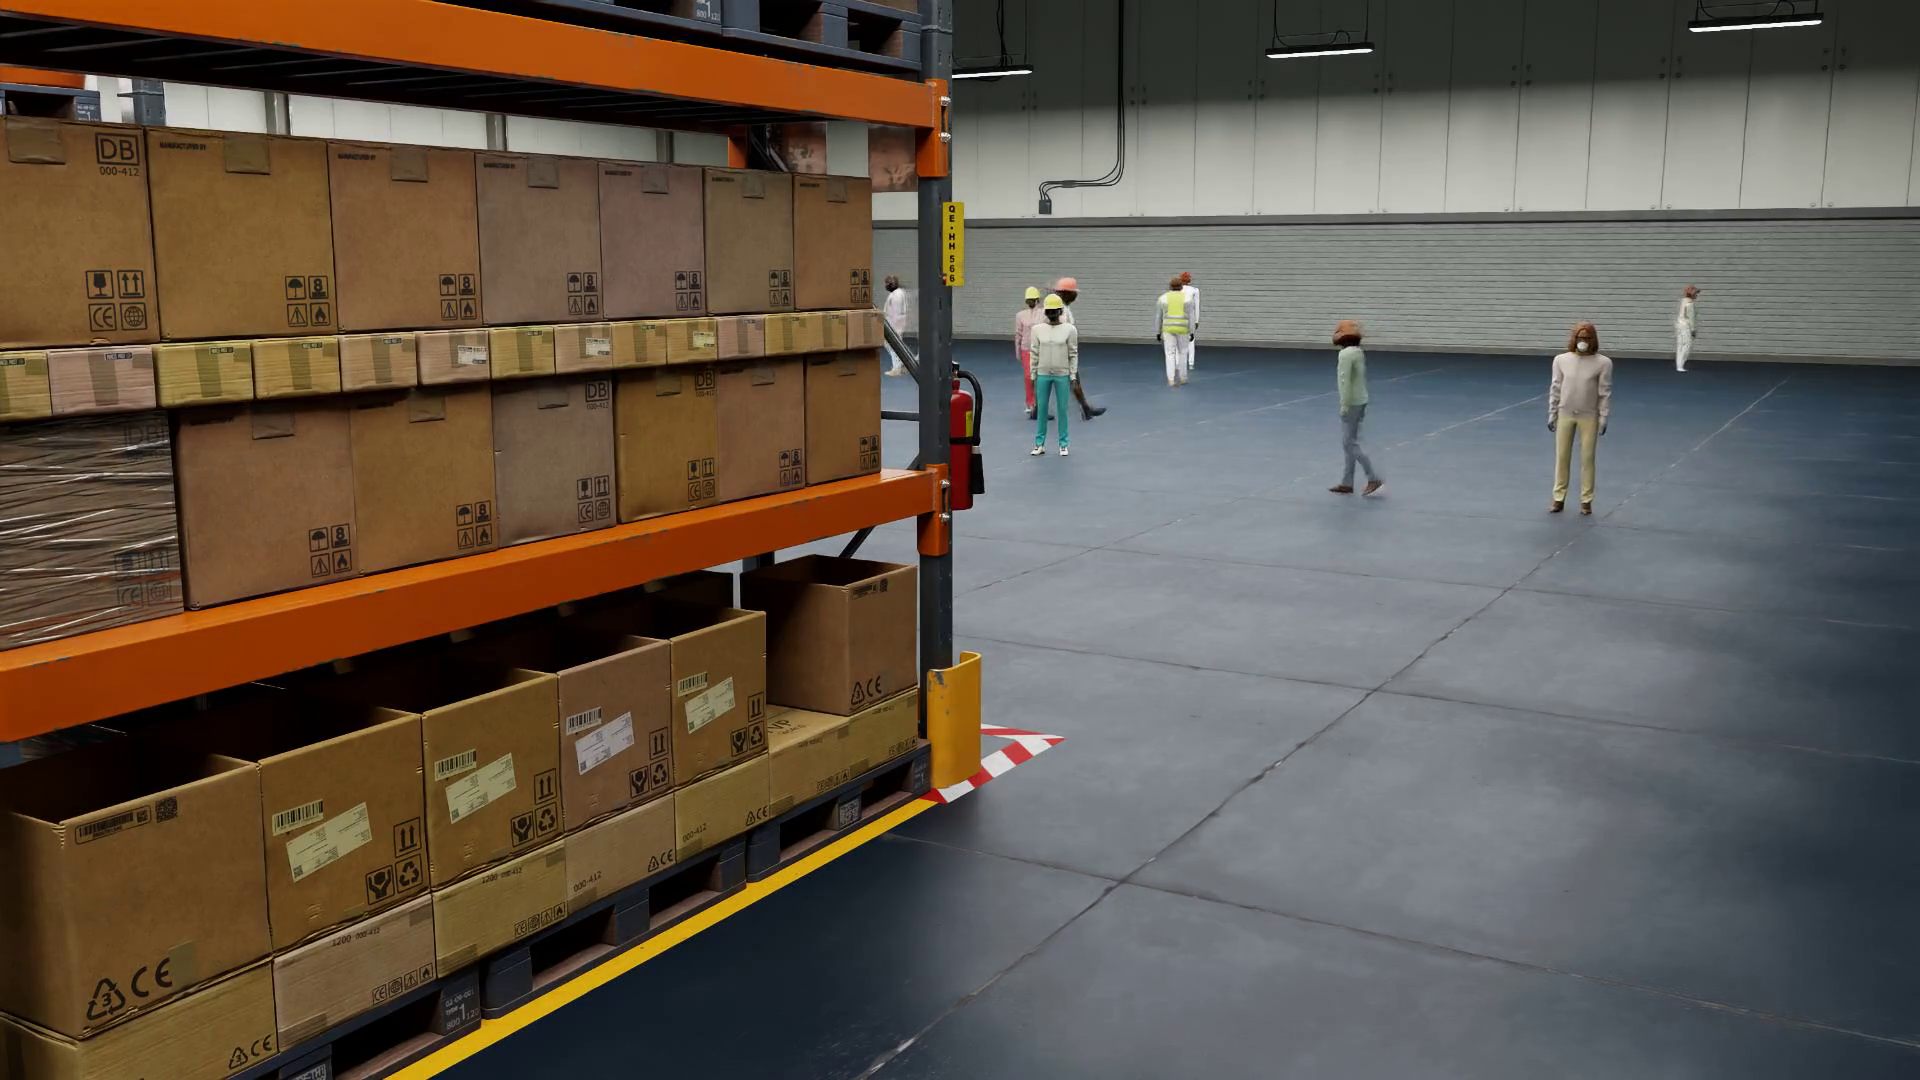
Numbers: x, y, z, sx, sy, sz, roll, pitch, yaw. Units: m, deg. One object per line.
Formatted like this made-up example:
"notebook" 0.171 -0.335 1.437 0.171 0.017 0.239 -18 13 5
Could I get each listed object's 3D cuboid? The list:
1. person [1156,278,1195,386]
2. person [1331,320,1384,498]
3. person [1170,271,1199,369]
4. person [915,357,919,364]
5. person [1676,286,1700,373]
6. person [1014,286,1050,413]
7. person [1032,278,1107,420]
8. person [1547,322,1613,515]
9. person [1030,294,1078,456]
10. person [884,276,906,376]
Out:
"person" 3.644 -3.515 28.092 0.653 1.807 0.788 2 10 11
"person" 3.647 -1.198 15.169 0.581 1.601 0.549 6 11 31
"person" 4.313 -4.219 32.004 0.575 1.883 0.362 0 10 2
"person" -0.466 -3.792 29.435 0.670 1.919 0.625 -1 10 -6
"person" 13.659 -3.956 31.263 0.325 1.613 0.610 1 10 8
"person" 1.028 -2.647 23.154 0.549 1.752 0.407 2 10 14
"person" 1.419 -2.504 21.943 1.009 1.882 0.567 2 10 10
"person" 5.231 -1.025 14.057 0.499 1.626 0.306 6 12 32
"person" 1.019 -1.793 18.142 0.527 1.767 0.331 2 10 13
"person" -1.204 -3.893 30.269 0.445 1.821 0.640 0 10 2
